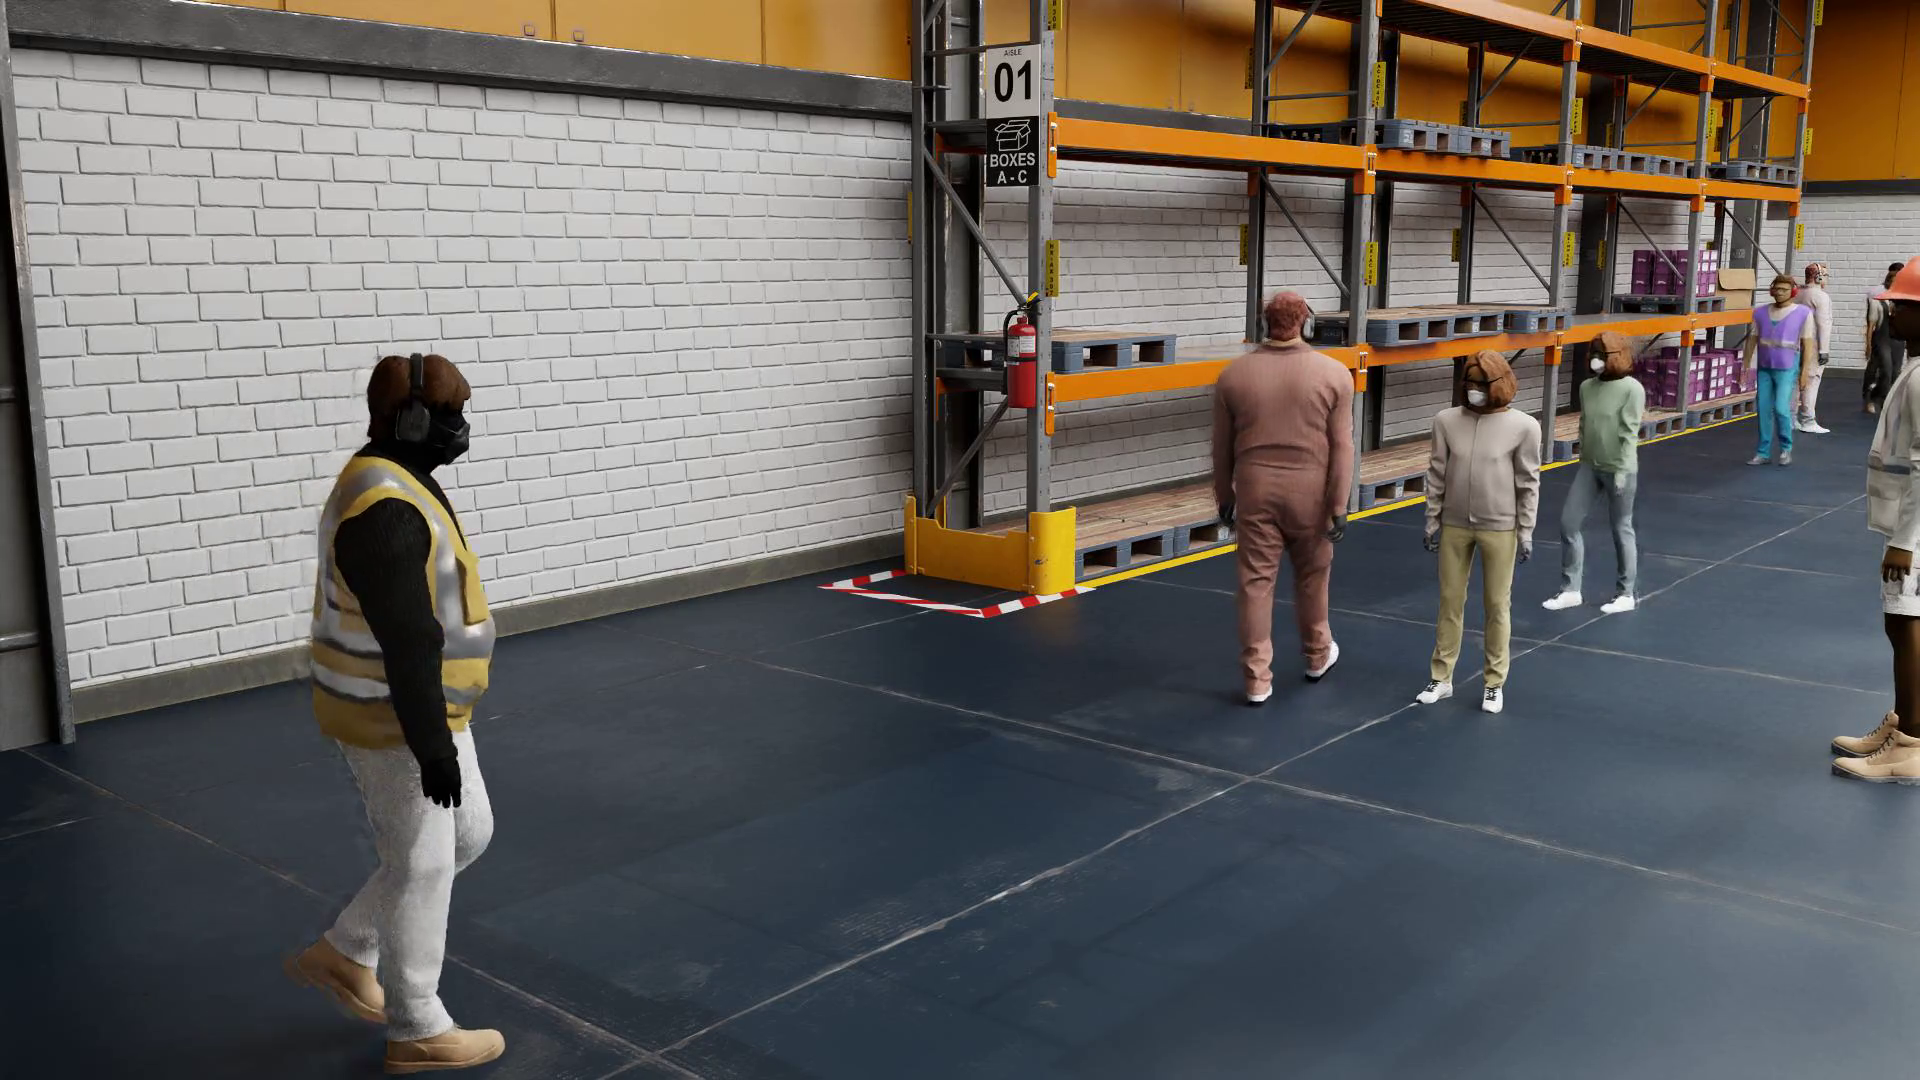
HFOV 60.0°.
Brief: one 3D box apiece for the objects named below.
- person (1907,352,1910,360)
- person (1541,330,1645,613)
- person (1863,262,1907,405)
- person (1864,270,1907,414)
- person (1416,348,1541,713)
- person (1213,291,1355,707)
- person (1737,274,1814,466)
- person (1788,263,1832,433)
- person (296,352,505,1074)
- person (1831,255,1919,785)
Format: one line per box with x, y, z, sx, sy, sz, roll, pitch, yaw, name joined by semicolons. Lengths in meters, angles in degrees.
11.231;-2.196;19.019;0.667;1.886;0.472;5;11;25;person
3.611;-0.371;9.419;0.651;1.611;0.513;-5;11;-25;person
12.207;-2.705;21.909;0.543;1.888;0.657;-6;12;-31;person
11.285;-2.376;20.254;0.516;1.825;0.826;0;10;-2;person
2.330;-0.042;7.477;0.499;1.633;0.288;7;12;34;person
1.516;-0.209;7.743;0.660;1.869;0.852;4;11;20;person
7.767;-1.608;15.844;0.432;1.832;0.609;-7;12;-34;person
9.604;-2.164;18.786;0.408;1.909;0.638;-2;10;-10;person
-1.397;0.443;4.179;0.461;1.825;0.650;-2;10;-12;person
3.676;-0.072;6.472;0.364;2.048;0.611;5;11;29;person
